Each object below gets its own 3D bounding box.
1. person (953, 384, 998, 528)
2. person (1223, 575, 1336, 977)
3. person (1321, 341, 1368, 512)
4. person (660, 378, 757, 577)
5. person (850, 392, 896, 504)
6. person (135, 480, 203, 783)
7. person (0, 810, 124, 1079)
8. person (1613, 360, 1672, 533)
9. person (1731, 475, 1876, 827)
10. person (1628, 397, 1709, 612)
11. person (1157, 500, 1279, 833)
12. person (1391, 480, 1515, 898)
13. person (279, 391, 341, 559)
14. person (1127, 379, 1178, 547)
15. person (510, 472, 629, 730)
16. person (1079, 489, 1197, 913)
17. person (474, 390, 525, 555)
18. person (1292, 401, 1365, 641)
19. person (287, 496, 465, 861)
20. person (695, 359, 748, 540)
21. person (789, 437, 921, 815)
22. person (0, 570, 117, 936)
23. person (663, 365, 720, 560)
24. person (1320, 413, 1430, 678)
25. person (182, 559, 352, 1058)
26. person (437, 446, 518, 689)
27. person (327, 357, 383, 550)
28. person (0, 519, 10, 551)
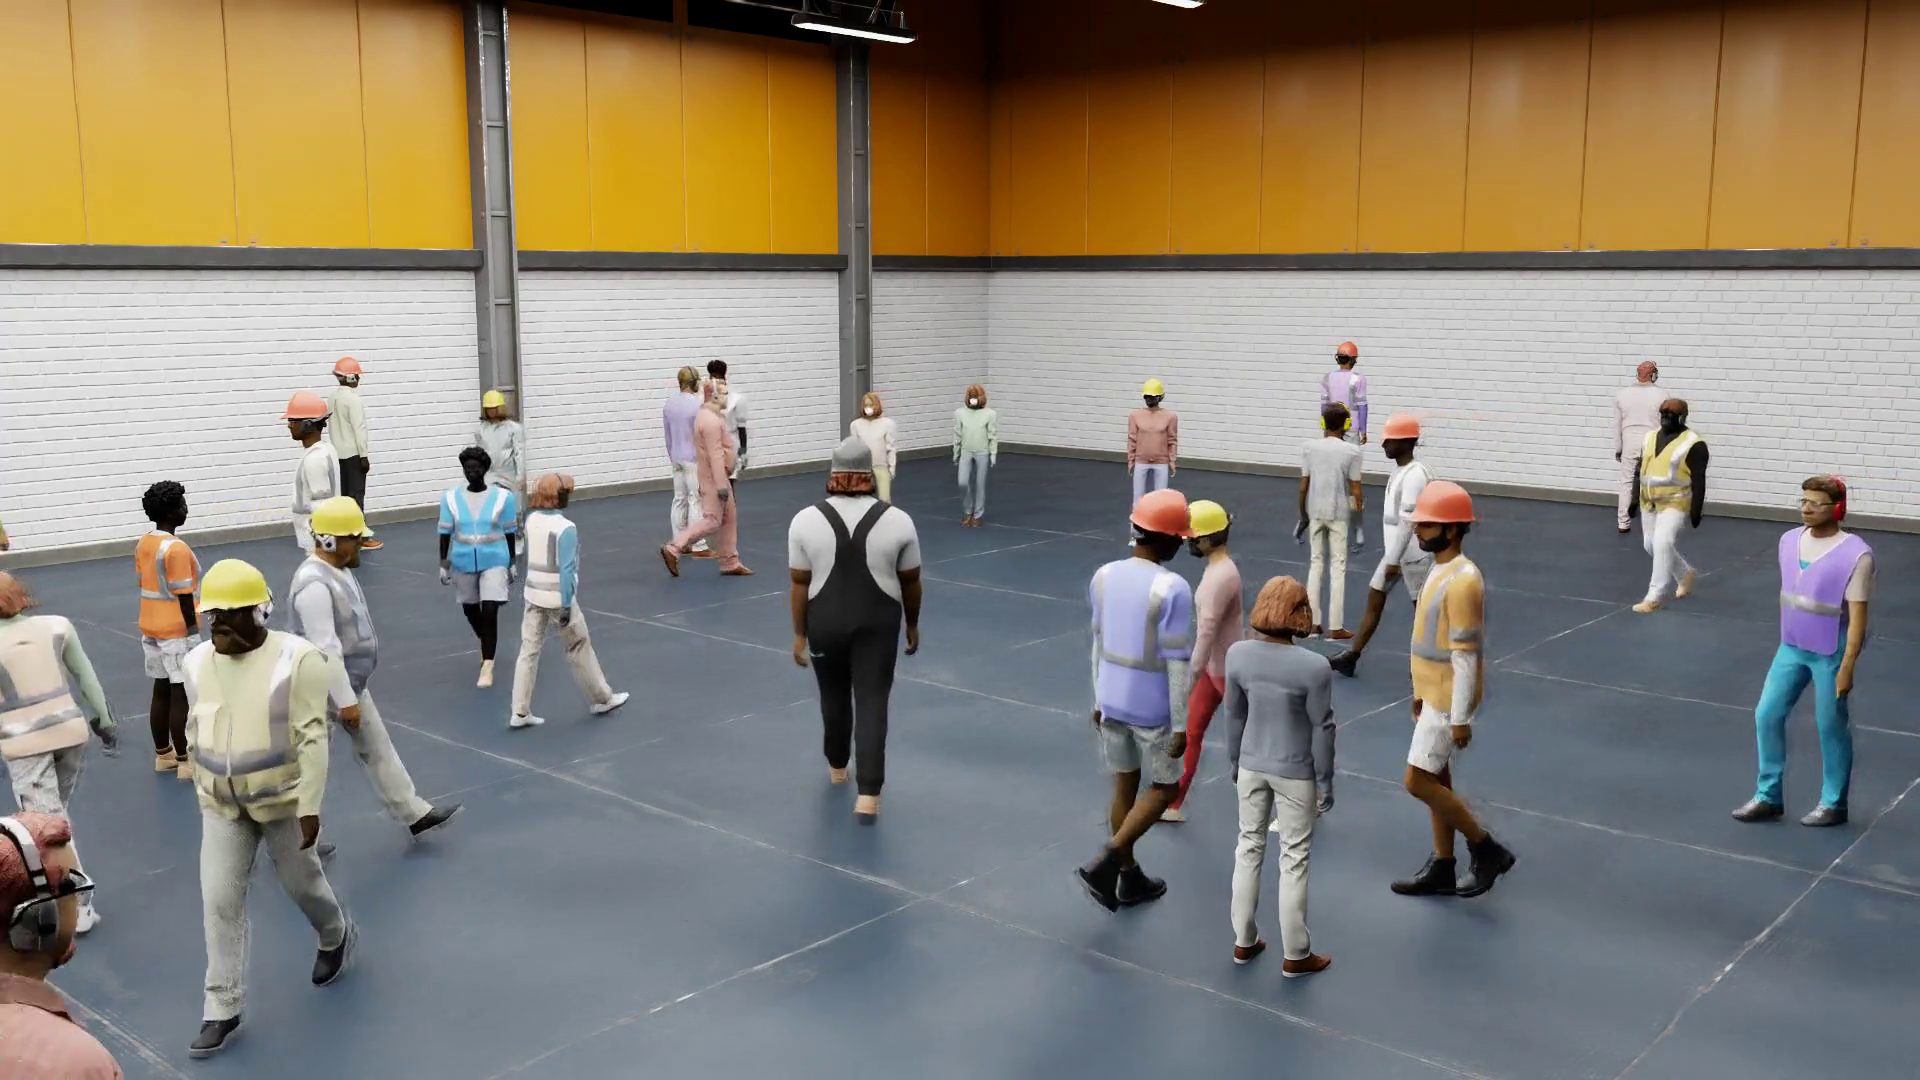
[{"bbox_3d":[0.164,-0.939,18.644,0.527,1.615,0.386,2,9,11],"label":"person"},{"bbox_3d":[1.298,0.951,6.757,0.497,1.635,0.286,8,12,41],"label":"person"},{"bbox_3d":[4.623,-1.359,19.977,0.606,2.046,0.369,8,12,41],"label":"person"},{"bbox_3d":[-2.360,-0.569,15.524,0.816,1.883,0.635,-1,9,-8],"label":"person"},{"bbox_3d":[-0.906,-0.765,17.586,0.498,1.615,0.656,1,9,5],"label":"person"},{"bbox_3d":[-4.408,0.511,9.330,0.532,1.696,0.319,8,12,41],"label":"person"},{"bbox_3d":[-1.657,1.425,2.997,0.661,1.894,0.415,7,11,37],"label":"person"},{"bbox_3d":[7.473,-1.004,18.184,0.640,1.909,0.409,8,12,41],"label":"person"},{"bbox_3d":[4.297,0.583,8.460,0.739,1.825,0.594,-3,9,-18],"label":"person"},{"bbox_3d":[6.050,-0.310,14.117,0.797,1.822,0.617,-4,10,-24],"label":"person"},{"bbox_3d":[1.375,0.644,8.463,0.938,1.707,0.533,1,9,3],"label":"person"},{"bbox_3d":[2.191,0.690,7.476,0.463,1.927,0.544,1,9,8],"label":"person"},{"bbox_3d":[-4.426,0.003,11.429,0.377,2.045,0.605,-3,9,-16],"label":"person"},{"bbox_3d":[2.001,-0.796,17.330,0.525,1.765,0.329,1,9,9],"label":"person"},{"bbox_3d":[-2.508,0.372,10.502,0.530,1.600,0.850,7,12,39],"label":"person"},{"bbox_3d":[0.748,0.728,7.287,0.557,1.918,0.585,9,13,44],"label":"person"},{"bbox_3d":[-4.551,-0.644,16.525,0.486,1.714,0.818,0,9,-3],"label":"person"},{"bbox_3d":[2.877,-0.143,12.983,0.602,1.844,0.456,6,11,31],"label":"person"},{"bbox_3d":[-2.907,0.678,8.010,0.918,1.779,0.607,-1,9,-8],"label":"person"},{"bbox_3d":[-2.574,-0.994,18.039,0.616,1.942,0.678,2,9,11],"label":"person"},{"bbox_3d":[-0.556,0.406,8.908,0.698,2.000,1.036,0,9,-3],"label":"person"},{"bbox_3d":[-4.028,0.899,7.220,0.738,1.585,0.558,6,11,32],"label":"person"},{"bbox_3d":[-2.693,-0.769,16.604,0.629,1.940,0.373,8,12,41],"label":"person"},{"bbox_3d":[3.025,0.063,11.553,0.978,1.882,0.567,0,9,1],"label":"person"},{"bbox_3d":[-2.638,0.943,6.312,0.592,1.799,0.860,1,9,4],"label":"person"},{"bbox_3d":[-3.370,0.151,11.685,0.538,1.665,0.822,-1,9,-5],"label":"person"},{"bbox_3d":[-6.291,-0.892,17.196,0.608,1.996,0.375,8,12,41],"label":"person"},{"bbox_3d":[-7.652,-0.088,12.805,0.527,1.796,0.979,5,10,27],"label":"person"}]
